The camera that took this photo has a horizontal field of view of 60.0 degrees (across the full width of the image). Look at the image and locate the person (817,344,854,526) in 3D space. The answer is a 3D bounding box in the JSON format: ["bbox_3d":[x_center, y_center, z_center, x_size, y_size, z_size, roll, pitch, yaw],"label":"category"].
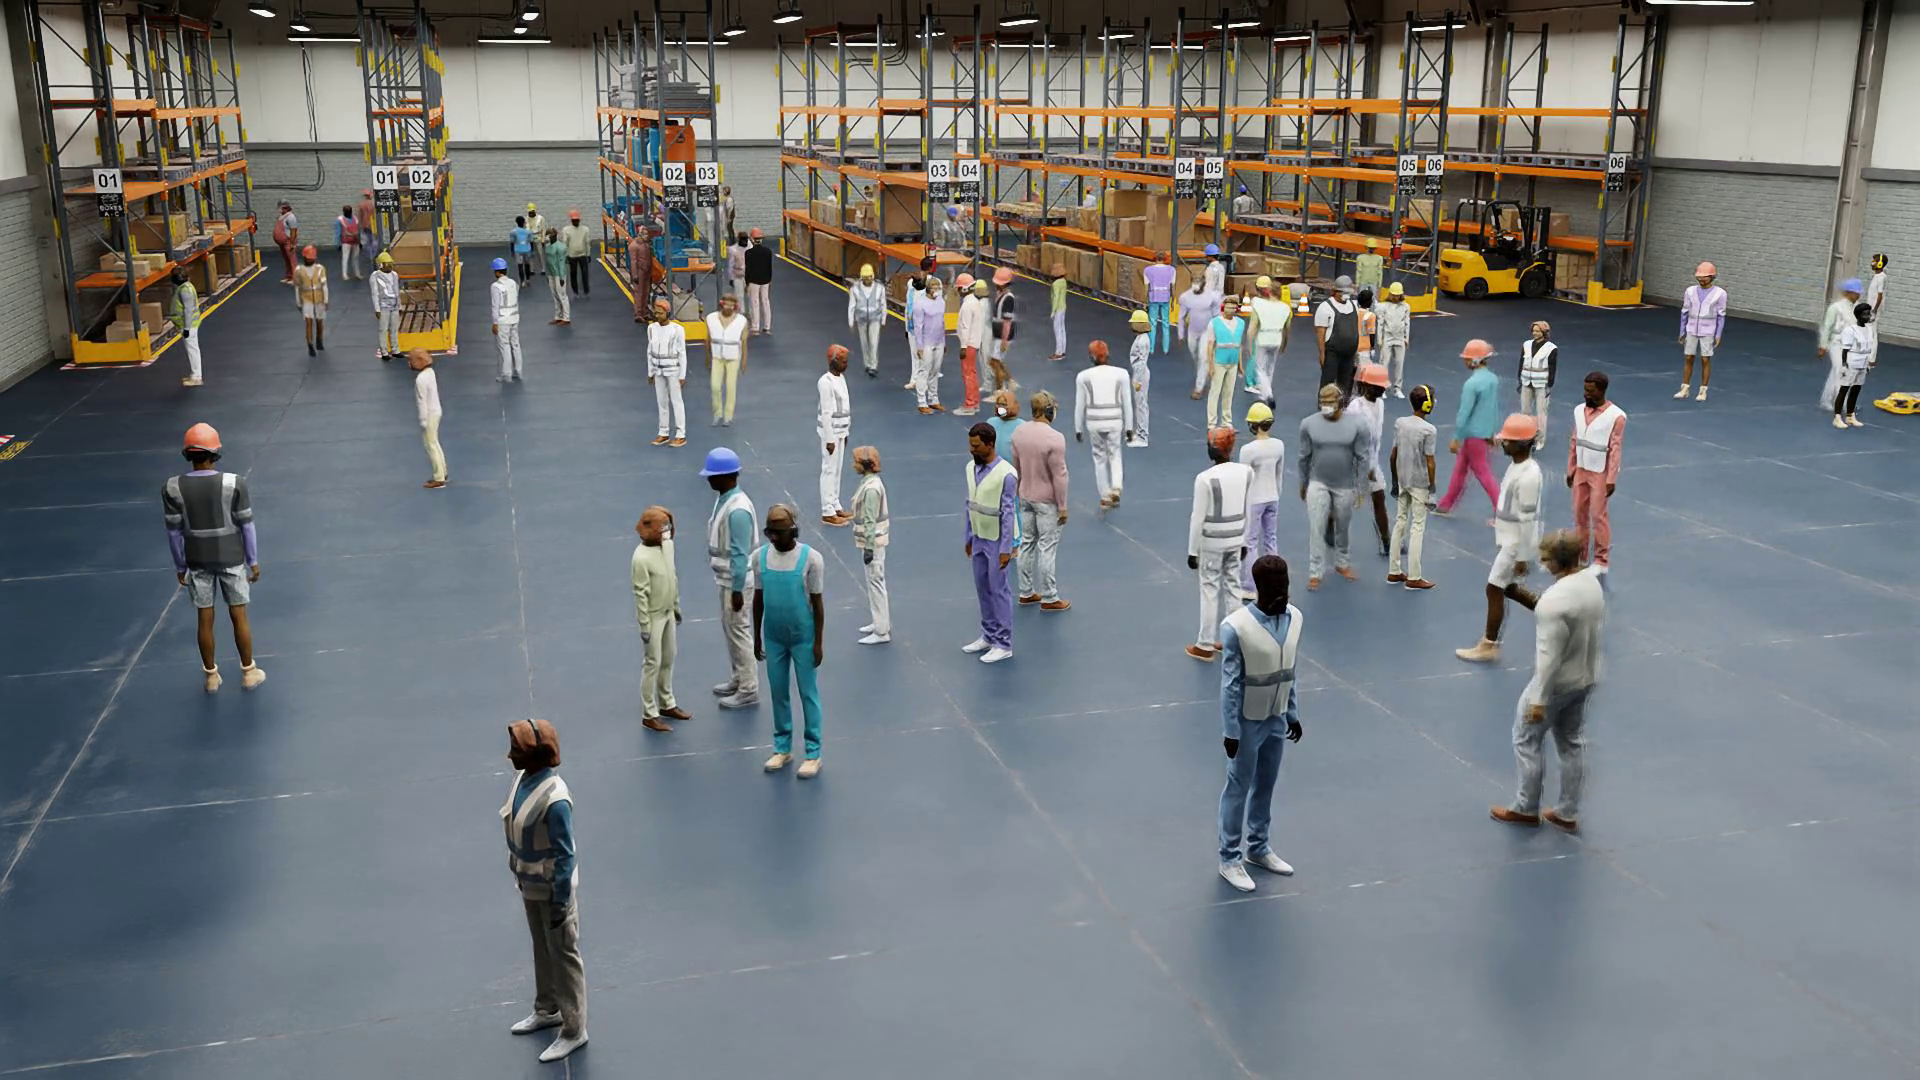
[{"bbox_3d":[-1.304,-1.098,17.369,0.357,1.885,0.573,3,15,12],"label":"person"}]

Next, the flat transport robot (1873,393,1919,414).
[{"bbox_3d":[13.889,-1.947,23.657,1.431,0.197,0.652,0,15,1],"label":"flat transport robot"}]

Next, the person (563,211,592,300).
[{"bbox_3d":[-8.437,-6.284,36.759,0.628,1.943,1.005,-6,16,-23],"label":"person"}]

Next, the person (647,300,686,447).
[{"bbox_3d":[-3.749,-2.133,21.283,0.581,1.879,0.345,8,17,27],"label":"person"}]

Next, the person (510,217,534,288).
[{"bbox_3d":[-10.349,-6.810,39.316,0.543,1.640,0.916,-5,16,-20],"label":"person"}]

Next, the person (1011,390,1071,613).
[{"bbox_3d":[0.706,-0.335,14.392,0.373,1.940,0.629,-13,19,-39],"label":"person"}]

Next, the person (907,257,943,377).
[{"bbox_3d":[-0.541,-3.523,26.439,0.587,1.914,0.390,5,16,19],"label":"person"}]

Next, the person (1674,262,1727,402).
[{"bbox_3d":[10.863,-3.048,24.402,0.395,2.042,0.611,-14,21,-43],"label":"person"}]

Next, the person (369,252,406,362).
[{"bbox_3d":[-9.694,-3.952,28.209,0.403,1.832,0.602,7,17,26],"label":"person"}]

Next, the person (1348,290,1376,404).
[{"bbox_3d":[5.782,-2.756,23.967,0.318,1.695,0.539,-9,17,-29],"label":"person"}]

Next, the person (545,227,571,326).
[{"bbox_3d":[-7.900,-5.158,32.570,0.380,1.931,0.625,-13,19,-39],"label":"person"}]

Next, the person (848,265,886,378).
[{"bbox_3d":[-1.489,-3.505,26.629,0.609,1.779,0.944,0,15,0],"label":"person"}]

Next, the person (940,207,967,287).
[{"bbox_3d":[-0.183,-6.809,38.796,0.602,1.928,0.850,-6,16,-23],"label":"person"}]

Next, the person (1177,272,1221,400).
[{"bbox_3d":[3.570,-3.069,24.816,0.643,1.886,0.967,7,16,25],"label":"person"}]

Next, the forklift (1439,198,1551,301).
[{"bbox_3d":[11.913,-6.508,37.130,2.313,2.155,1.214,-4,15,-15],"label":"forklift"}]

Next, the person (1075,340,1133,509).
[{"bbox_3d":[1.552,-1.213,17.868,0.620,1.857,0.545,0,15,-1],"label":"person"}]

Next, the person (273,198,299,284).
[{"bbox_3d":[-16.166,-7.158,39.872,0.538,2.000,0.683,-13,20,-41],"label":"person"}]

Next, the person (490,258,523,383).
[{"bbox_3d":[-7.141,-3.447,26.117,0.413,1.939,0.601,5,16,18],"label":"person"}]

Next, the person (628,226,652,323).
[{"bbox_3d":[-6.316,-5.282,33.101,0.400,1.898,0.650,5,16,18],"label":"person"}]

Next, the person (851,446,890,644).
[{"bbox_3d":[-0.731,0.031,13.618,0.310,1.631,0.515,-2,15,-6],"label":"person"}]

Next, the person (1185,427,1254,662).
[{"bbox_3d":[2.042,0.036,13.109,0.581,1.881,0.366,-9,17,-30],"label":"person"}]

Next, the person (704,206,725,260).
[{"bbox_3d":[-6.746,-8.627,45.933,0.641,1.785,0.920,3,15,13],"label":"person"}]

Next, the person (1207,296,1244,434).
[{"bbox_3d":[3.503,-2.312,22.025,0.563,1.838,0.388,-8,17,-28],"label":"person"}]

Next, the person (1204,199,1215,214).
[{"bbox_3d":[7.791,-10.044,51.408,0.536,1.692,0.319,-1,15,-4],"label":"person"}]

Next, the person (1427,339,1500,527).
[{"bbox_3d":[5.406,-1.117,17.350,1.039,1.950,0.610,12,19,38],"label":"person"}]

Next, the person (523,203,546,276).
[{"bbox_3d":[-10.659,-7.515,41.647,0.589,1.821,0.404,2,15,9],"label":"person"}]

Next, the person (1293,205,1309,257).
[{"bbox_3d":[8.832,-7.842,42.973,0.310,1.769,0.522,-11,18,-35],"label":"person"}]

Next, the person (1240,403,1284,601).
[{"bbox_3d":[2.647,-0.343,14.771,0.522,1.761,0.339,-10,18,-33],"label":"person"}]

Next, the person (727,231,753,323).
[{"bbox_3d":[-4.248,-5.153,32.744,0.624,1.824,0.564,-5,16,-18],"label":"person"}]

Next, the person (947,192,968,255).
[{"bbox_3d":[-0.050,-8.339,44.535,0.585,1.926,0.376,5,16,20],"label":"person"}]

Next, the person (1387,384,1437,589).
[{"bbox_3d":[4.125,-0.485,15.089,0.312,1.869,0.538,-9,17,-30],"label":"person"}]

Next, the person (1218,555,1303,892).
[{"bbox_3d":[1.689,1.003,9.394,0.587,1.920,0.391,-11,19,-37],"label":"person"}]

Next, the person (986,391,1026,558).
[{"bbox_3d":[0.445,-0.637,16.112,0.498,1.634,0.279,8,17,27],"label":"person"}]

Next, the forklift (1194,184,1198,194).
[{"bbox_3d":[7.392,-11.333,53.972,1.873,2.768,1.129,-4,15,-15],"label":"forklift"}]

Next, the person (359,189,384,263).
[{"bbox_3d":[-15.919,-8.524,45.116,0.653,1.979,0.573,5,16,17],"label":"person"}]

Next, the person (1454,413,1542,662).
[{"bbox_3d":[4.402,0.007,12.974,0.831,2.018,0.613,3,15,13],"label":"person"}]

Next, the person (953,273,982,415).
[{"bbox_3d":[0.105,-2.758,23.435,0.412,1.982,0.625,3,15,11],"label":"person"}]

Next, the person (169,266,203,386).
[{"bbox_3d":[-12.016,-3.323,25.823,0.430,1.845,0.619,-6,16,-23],"label":"person"}]
